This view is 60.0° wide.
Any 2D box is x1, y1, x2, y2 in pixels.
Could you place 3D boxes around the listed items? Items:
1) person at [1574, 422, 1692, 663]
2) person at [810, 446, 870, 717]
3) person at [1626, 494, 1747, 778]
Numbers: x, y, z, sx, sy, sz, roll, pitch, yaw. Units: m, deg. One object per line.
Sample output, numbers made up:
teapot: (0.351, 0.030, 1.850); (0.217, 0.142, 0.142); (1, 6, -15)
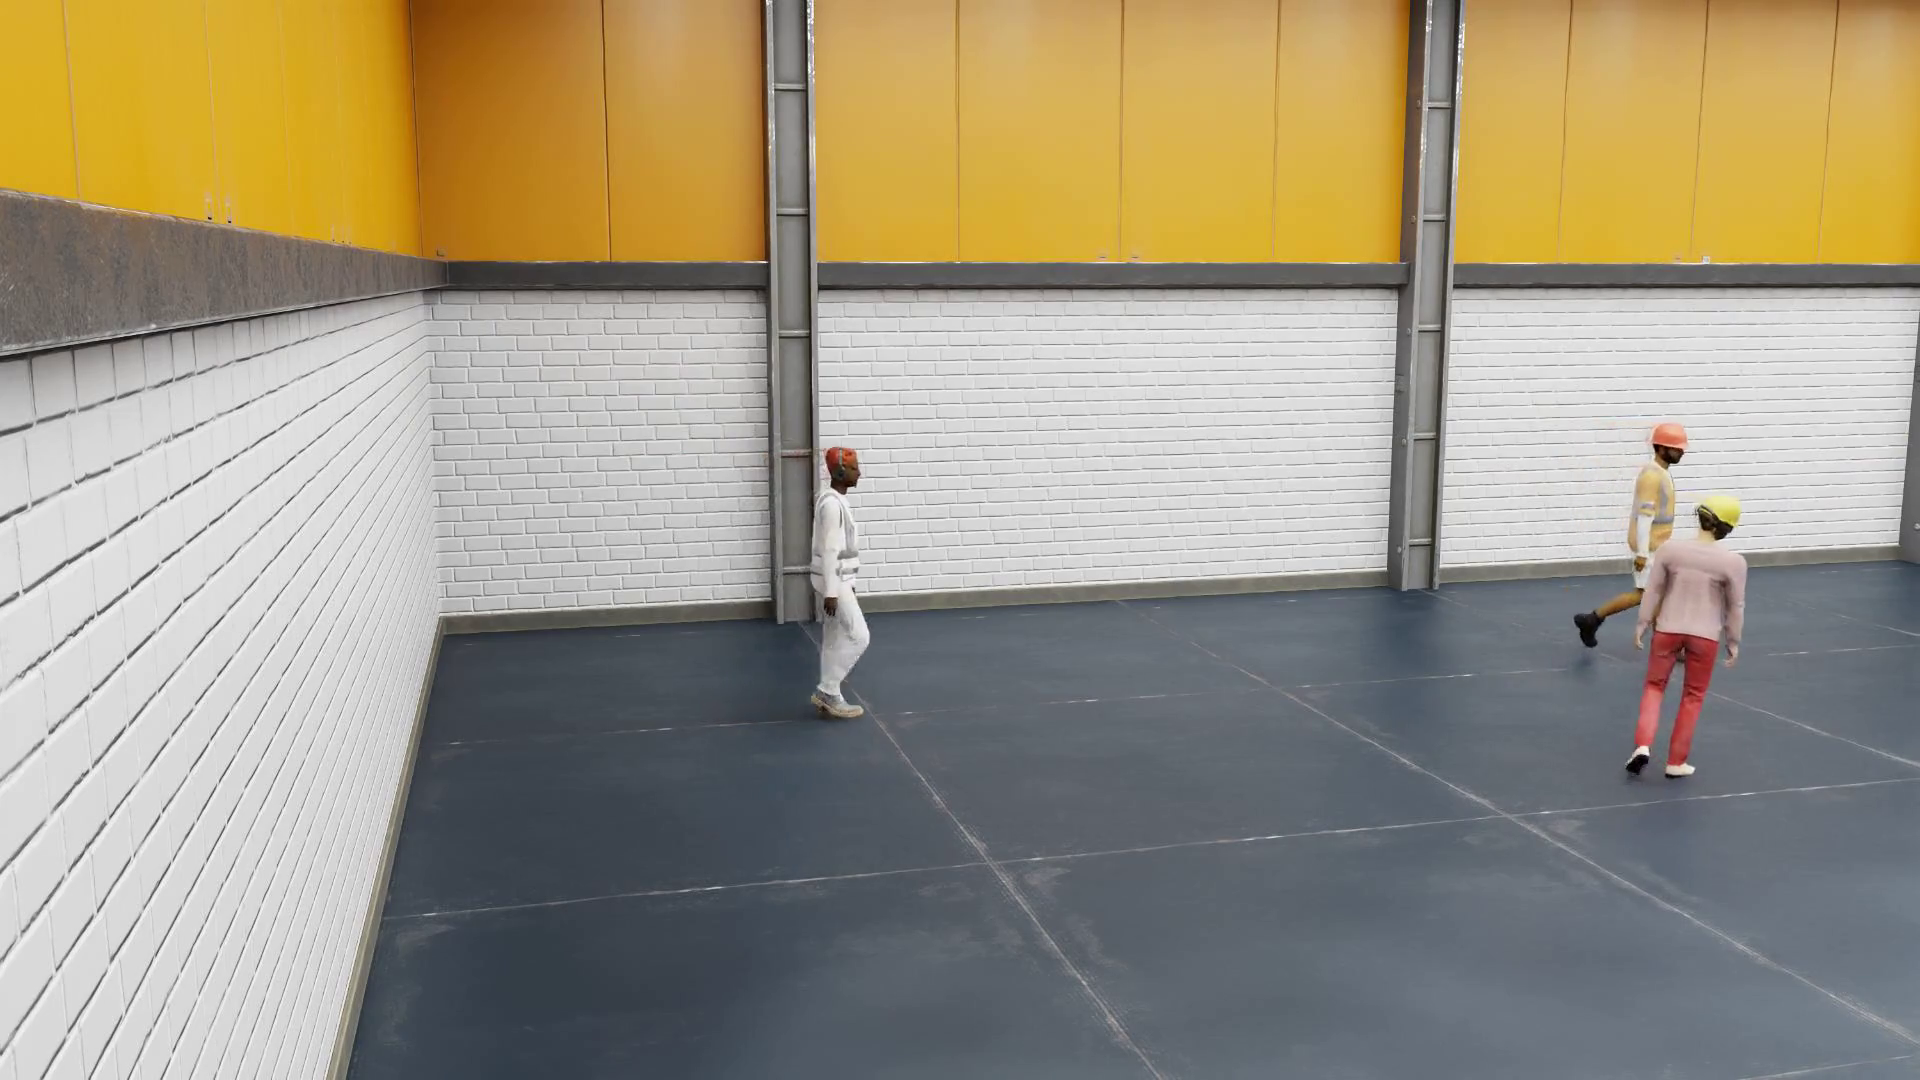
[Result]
person: (5.315, 0.010, 13.009); (0.769, 1.908, 0.559); (6, 11, 33)
person: (-0.802, 0.301, 11.265); (0.415, 1.870, 0.611); (0, 9, -2)
person: (4.351, 0.586, 9.939); (0.572, 1.719, 0.611); (7, 11, 36)
